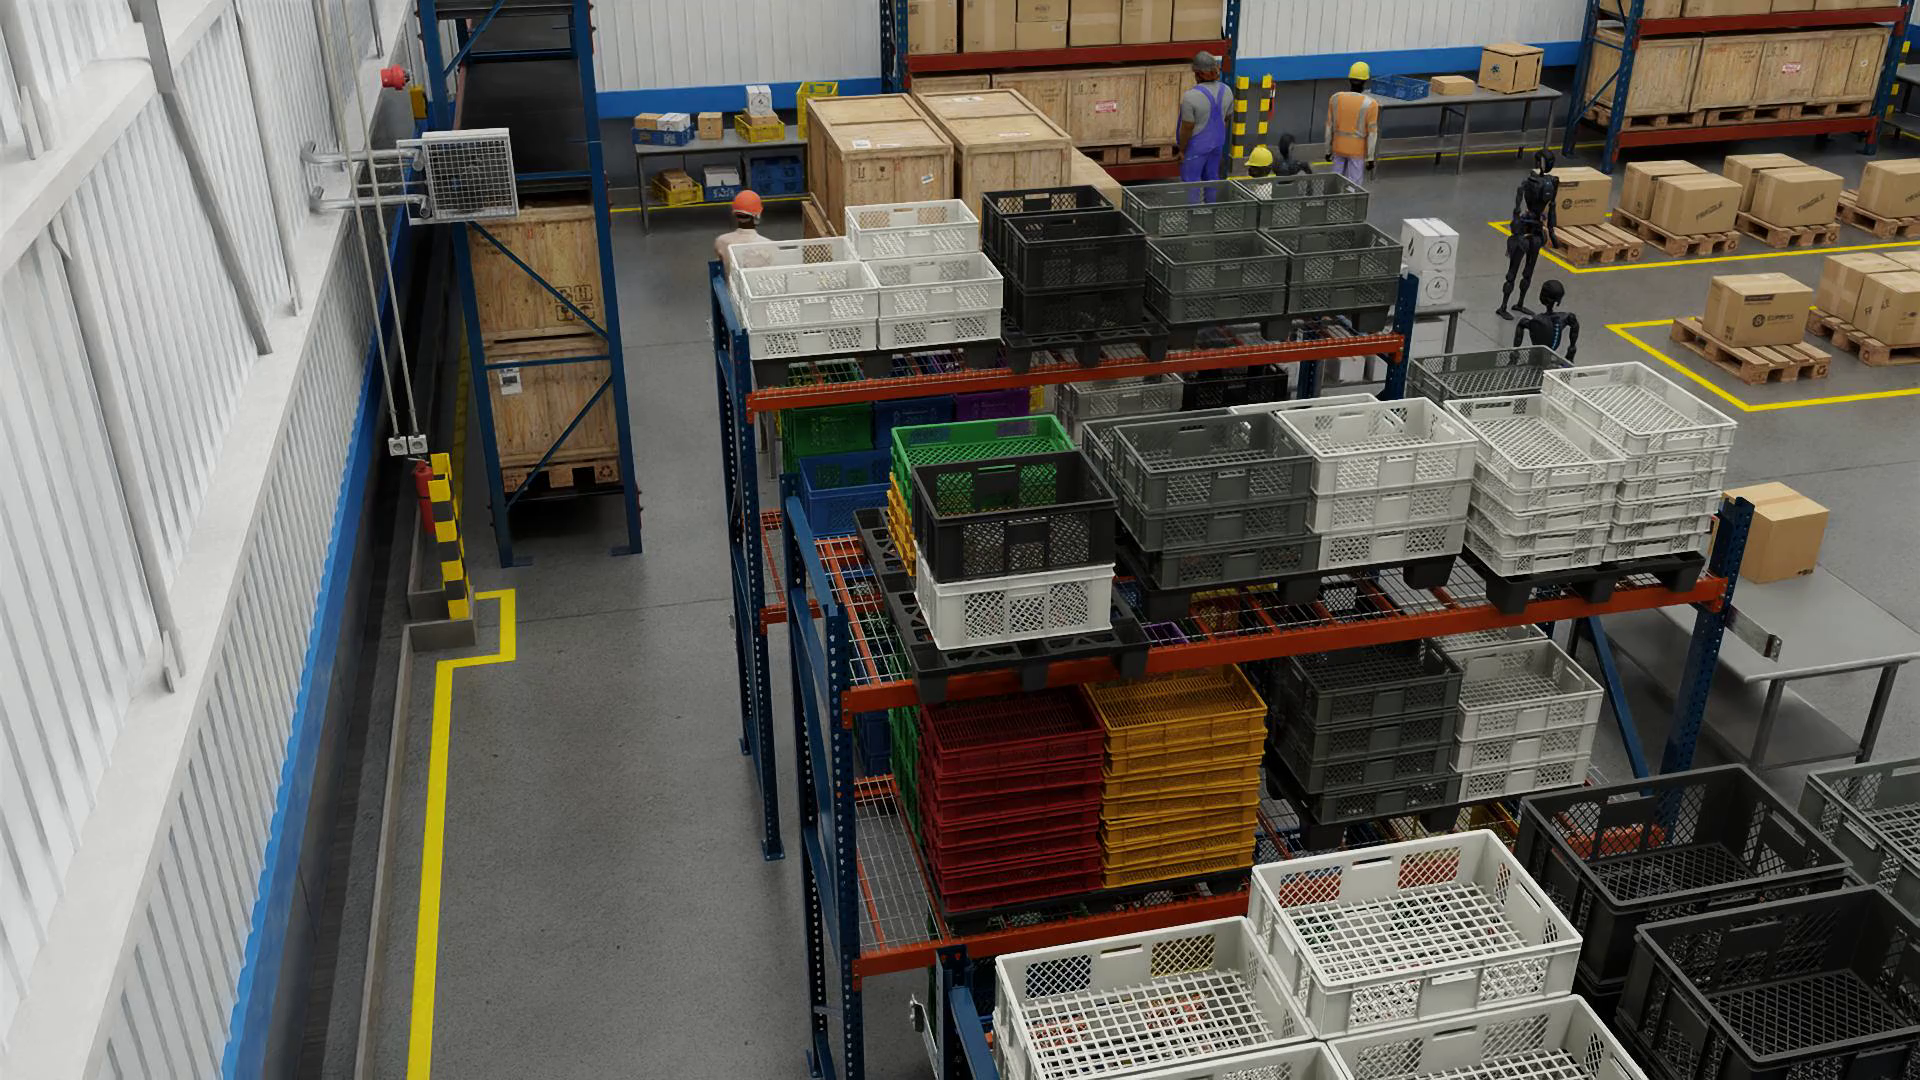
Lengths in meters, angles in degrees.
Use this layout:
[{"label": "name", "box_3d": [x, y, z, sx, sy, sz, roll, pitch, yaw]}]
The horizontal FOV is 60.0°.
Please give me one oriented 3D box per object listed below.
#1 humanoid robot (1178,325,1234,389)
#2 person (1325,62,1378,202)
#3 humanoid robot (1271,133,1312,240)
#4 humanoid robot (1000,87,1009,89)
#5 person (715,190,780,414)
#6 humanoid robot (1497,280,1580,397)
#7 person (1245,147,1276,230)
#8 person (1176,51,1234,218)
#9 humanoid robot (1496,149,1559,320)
[{"label": "humanoid robot", "box_3d": [1.881, -1.117, 12.653, 0.385, 1.643, 0.641, -11, 30, -20]}, {"label": "person", "box_3d": [4.343, -4.333, 18.489, 0.594, 1.924, 0.373, 19, 33, 32]}, {"label": "humanoid robot", "box_3d": [3.249, -3.301, 16.842, 0.621, 1.624, 0.759, 10, 29, 19]}, {"label": "humanoid robot", "box_3d": [0.489, -4.195, 18.501, 0.369, 1.662, 0.615, -14, 31, -25]}, {"label": "person", "box_3d": [-1.720, -1.922, 13.853, 0.610, 1.991, 0.401, 12, 30, 22]}, {"label": "humanoid robot", "box_3d": [4.440, -1.205, 12.806, 0.601, 1.658, 0.324, -6, 28, -11]}, {"label": "person", "box_3d": [2.823, -2.863, 15.870, 0.326, 1.767, 0.530, 4, 28, 8]}, {"label": "person", "box_3d": [2.648, -4.413, 18.520, 0.683, 2.000, 0.539, -18, 33, -31]}, {"label": "humanoid robot", "box_3d": [5.556, -2.974, 16.163, 0.600, 1.657, 0.330, -14, 31, -25]}]
